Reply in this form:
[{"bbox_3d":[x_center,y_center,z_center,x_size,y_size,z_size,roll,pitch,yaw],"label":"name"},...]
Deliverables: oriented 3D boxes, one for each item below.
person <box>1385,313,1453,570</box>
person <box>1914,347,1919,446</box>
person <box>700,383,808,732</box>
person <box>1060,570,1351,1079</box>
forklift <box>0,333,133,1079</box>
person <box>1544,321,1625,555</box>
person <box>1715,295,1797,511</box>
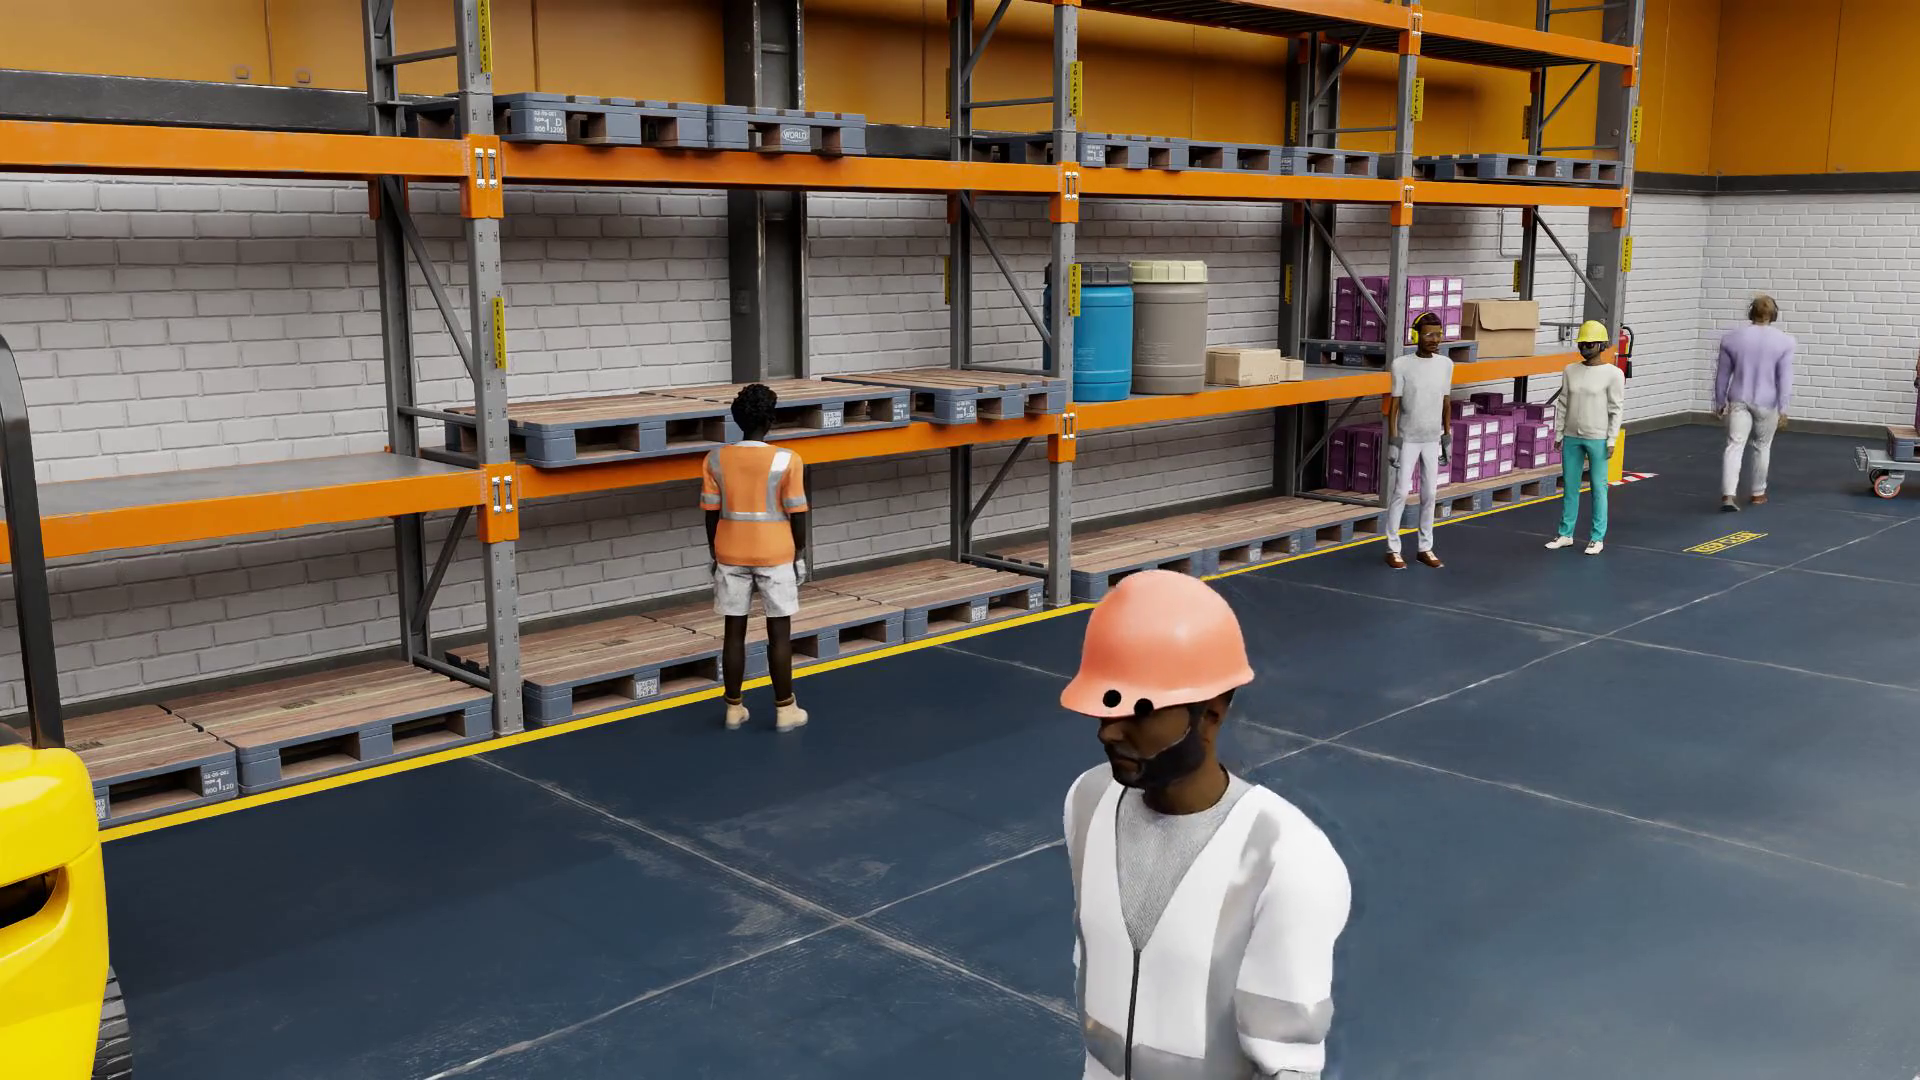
[{"bbox_3d":[3.326,-0.712,12.032,0.515,1.861,0.320,-3,11,-14],"label":"person"},{"bbox_3d":[10.965,-1.811,18.617,0.522,1.640,0.306,1,10,4],"label":"person"},{"bbox_3d":[-0.990,0.092,8.083,0.537,1.695,0.321,2,11,13],"label":"person"},{"bbox_3d":[0.278,0.999,2.565,0.550,1.907,0.816,10,14,44],"label":"person"},{"bbox_3d":[-3.289,0.485,4.582,1.214,2.155,2.313,-10,14,-44],"label":"forklift"},{"bbox_3d":[4.750,-0.775,12.623,0.310,1.769,0.522,-9,13,-39],"label":"person"},{"bbox_3d":[6.957,-1.201,14.613,0.642,1.895,1.000,7,13,35],"label":"person"}]
